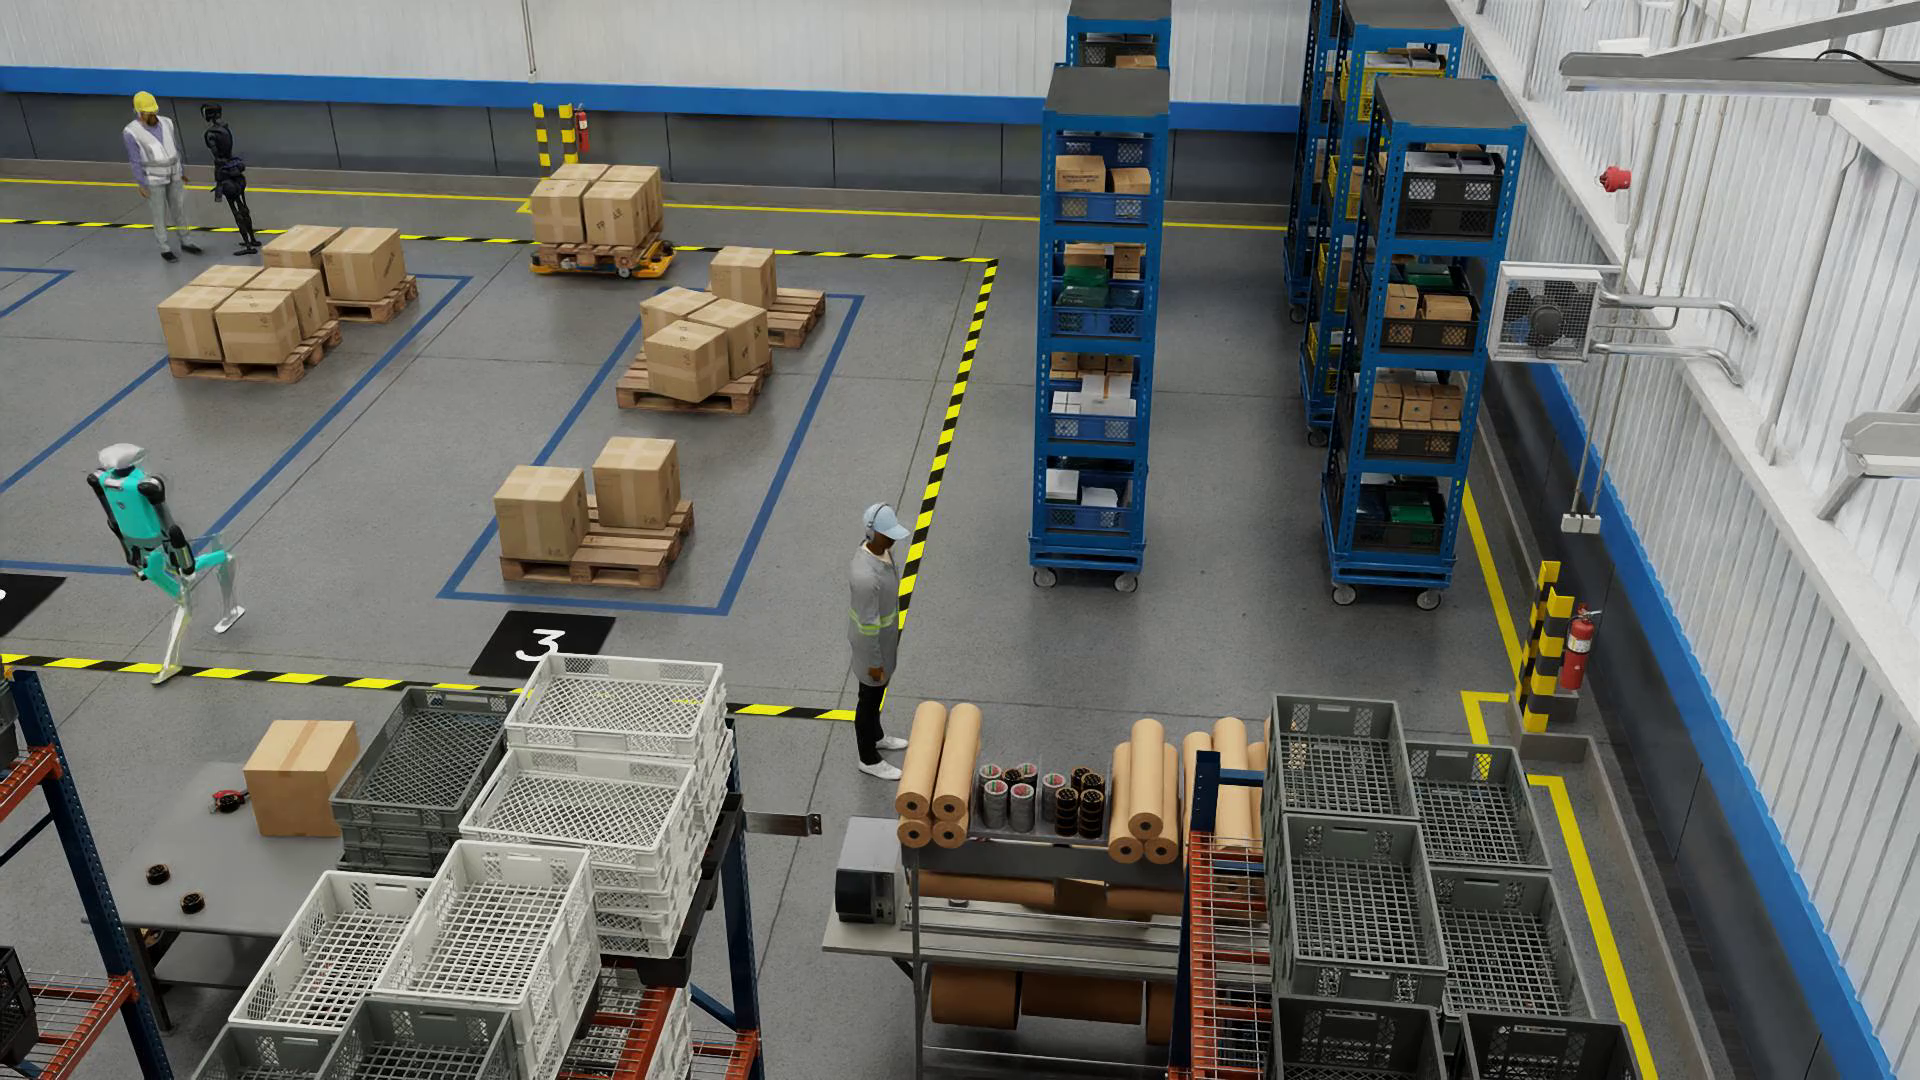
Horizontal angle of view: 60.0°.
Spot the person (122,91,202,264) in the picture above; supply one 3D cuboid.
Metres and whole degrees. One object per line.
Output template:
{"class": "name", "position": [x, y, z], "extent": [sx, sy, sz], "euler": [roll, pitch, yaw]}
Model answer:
{"class": "person", "position": [-8.545, -3.899, 17.816], "extent": [0.403, 1.829, 0.599], "euler": [17, 34, 27]}

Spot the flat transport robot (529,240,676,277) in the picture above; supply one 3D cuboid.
{"class": "flat transport robot", "position": [-3.842, -3.059, 17.900], "extent": [1.431, 0.197, 0.652], "euler": [3, 30, 6]}

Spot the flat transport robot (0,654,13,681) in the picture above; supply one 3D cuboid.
{"class": "flat transport robot", "position": [-7.142, 0.969, 11.010], "extent": [1.431, 0.231, 0.659], "euler": [3, 30, 6]}

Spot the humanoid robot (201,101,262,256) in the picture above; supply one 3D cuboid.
{"class": "humanoid robot", "position": [-7.913, -3.920, 17.991], "extent": [0.315, 1.657, 0.599], "euler": [-3, 30, -4]}

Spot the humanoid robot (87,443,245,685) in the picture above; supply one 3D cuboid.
{"class": "humanoid robot", "position": [-5.244, 0.045, 11.205], "extent": [0.537, 1.769, 1.047], "euler": [9, 31, 15]}

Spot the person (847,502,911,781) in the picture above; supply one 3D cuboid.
{"class": "person", "position": [-0.477, 0.595, 10.081], "extent": [0.396, 1.849, 0.587], "euler": [3, 30, 6]}
